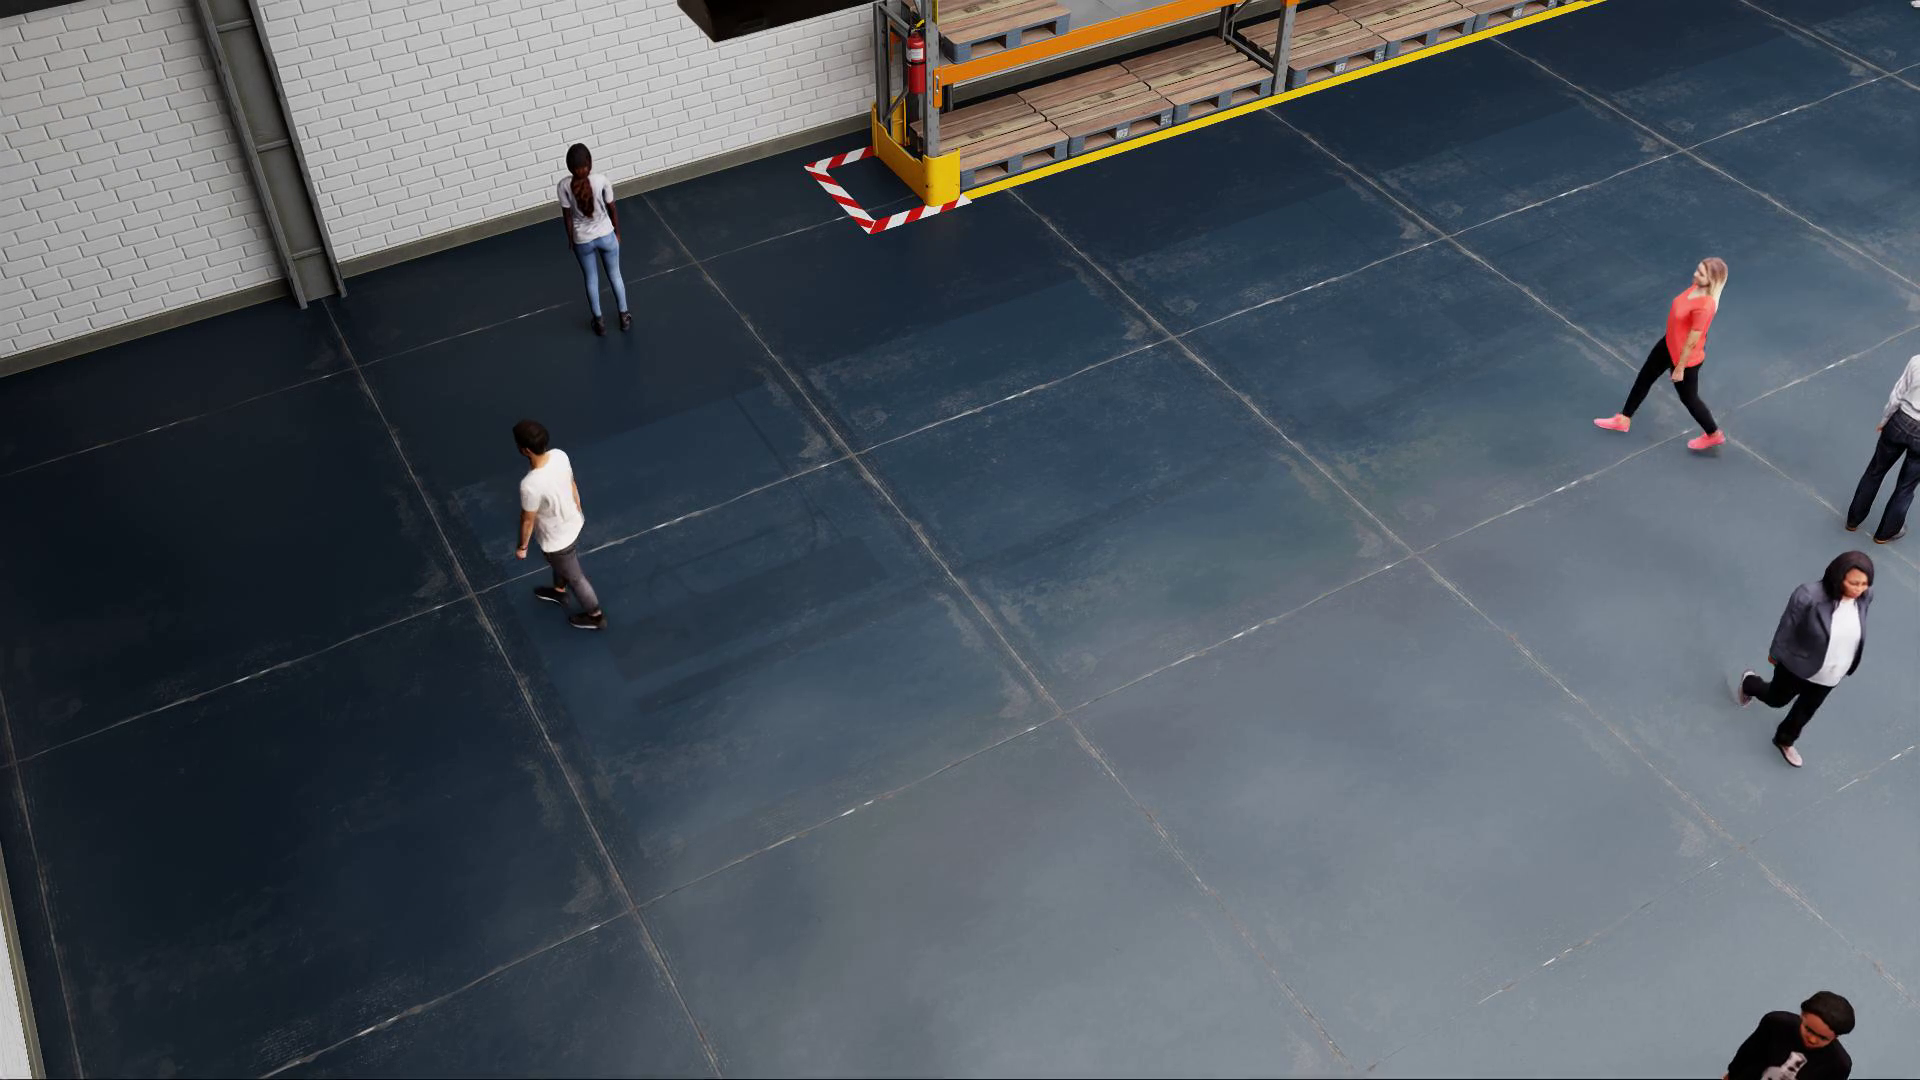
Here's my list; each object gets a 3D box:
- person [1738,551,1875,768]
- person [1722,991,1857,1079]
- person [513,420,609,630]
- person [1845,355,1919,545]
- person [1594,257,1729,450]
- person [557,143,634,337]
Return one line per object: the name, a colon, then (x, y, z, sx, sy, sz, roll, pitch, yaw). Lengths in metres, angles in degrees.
person: (5.208, 0.665, 10.224, 0.926, 1.582, 0.914, -6, 44, -7)
person: (3.961, 2.667, 8.061, 0.965, 1.666, 0.746, -34, 53, -31)
person: (-2.562, -0.054, 10.894, 0.978, 1.698, 0.913, 8, 44, 9)
person: (6.634, -0.754, 11.542, 0.622, 1.818, 0.684, -30, 51, -28)
person: (5.424, -1.333, 12.269, 1.179, 1.652, 1.097, 9, 44, 9)
person: (-2.934, -2.416, 13.358, 0.546, 1.719, 0.695, -11, 45, -11)
